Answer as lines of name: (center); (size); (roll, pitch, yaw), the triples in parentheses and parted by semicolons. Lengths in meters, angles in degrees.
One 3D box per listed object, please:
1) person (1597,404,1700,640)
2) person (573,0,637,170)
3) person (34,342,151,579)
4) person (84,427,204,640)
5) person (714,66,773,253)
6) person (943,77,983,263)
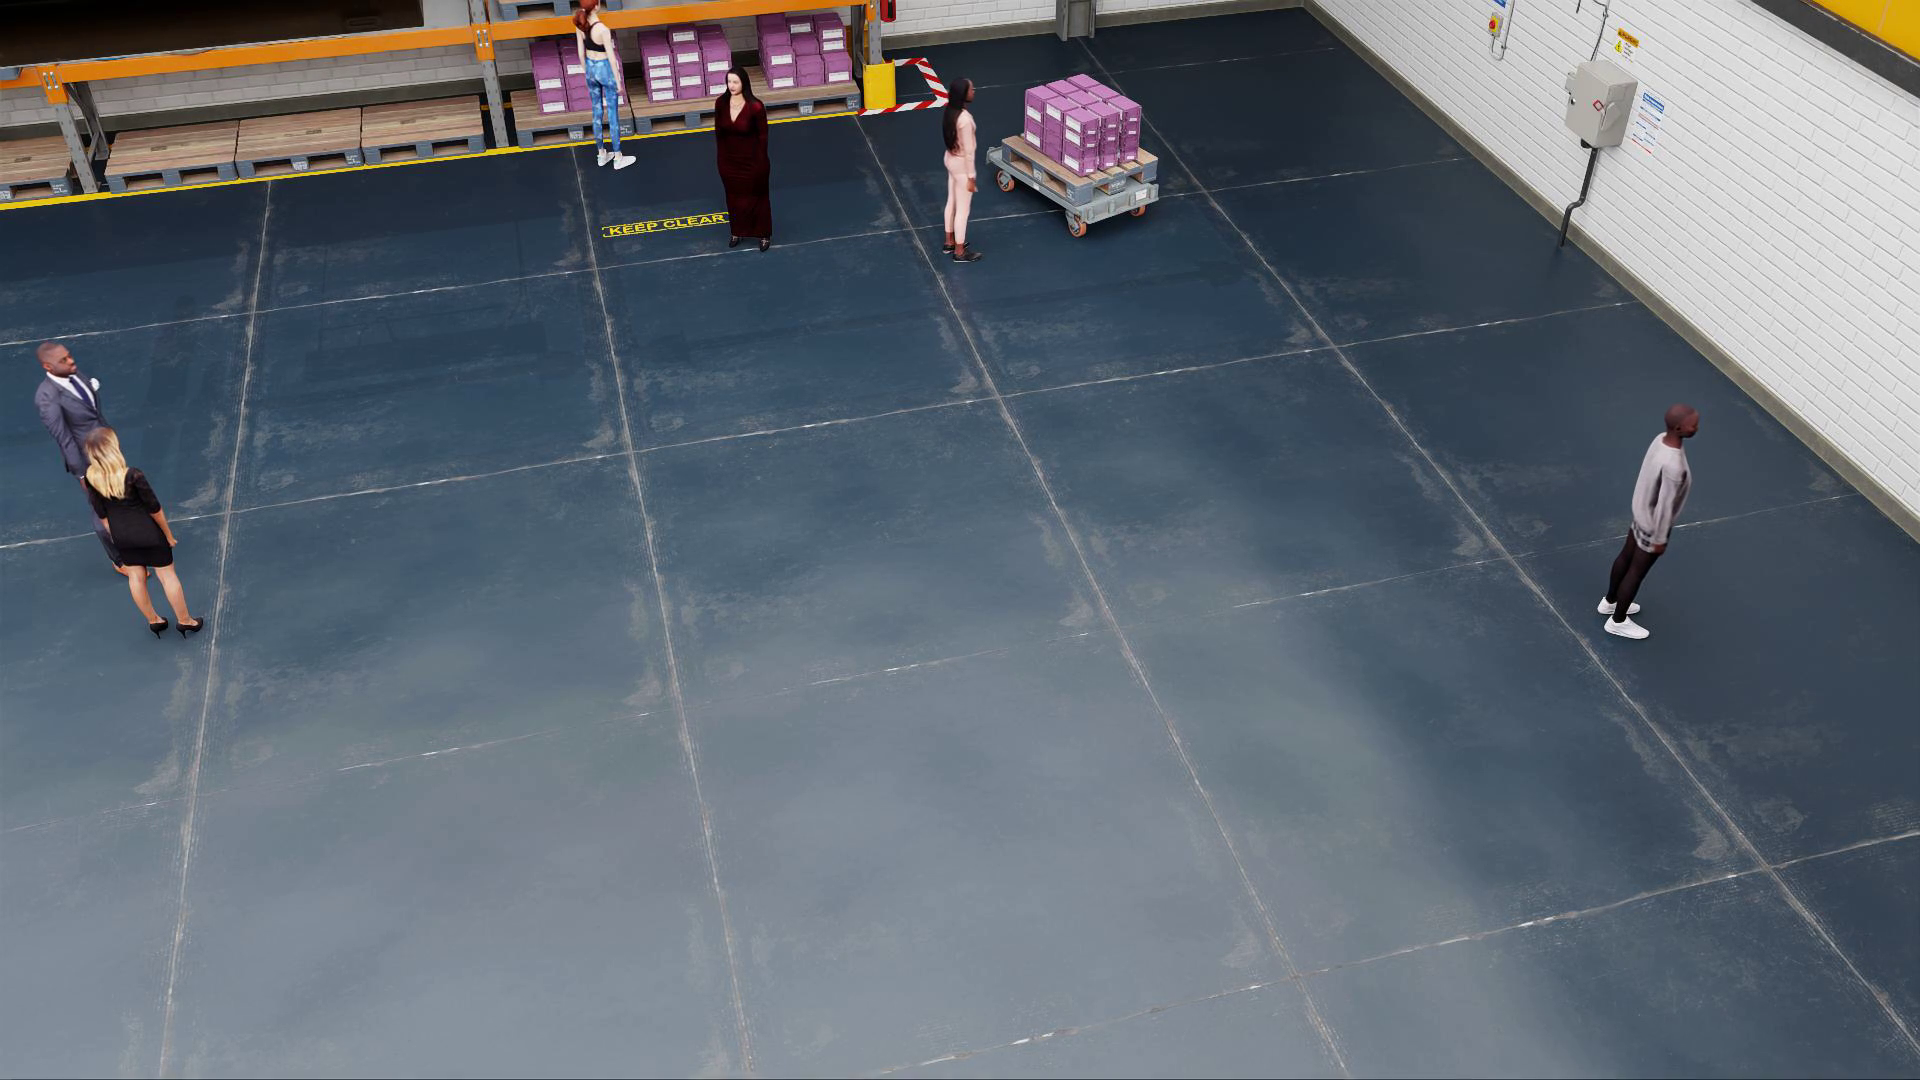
person: (4.538, -0.144, 10.954); (0.668, 1.771, 0.688); (5, 39, 7)
person: (-3.546, -4.553, 16.463); (0.685, 1.785, 0.750); (17, 42, 20)
person: (-5.976, -0.574, 11.451); (0.696, 1.824, 0.749); (0, 39, 0)
person: (-5.384, -0.032, 10.891); (0.496, 1.676, 0.665); (2, 39, 2)
person: (-1.968, -3.469, 15.129); (0.712, 1.758, 0.818); (10, 40, 13)
person: (0.003, -3.346, 15.005); (0.542, 1.720, 0.632); (-14, 41, -16)
